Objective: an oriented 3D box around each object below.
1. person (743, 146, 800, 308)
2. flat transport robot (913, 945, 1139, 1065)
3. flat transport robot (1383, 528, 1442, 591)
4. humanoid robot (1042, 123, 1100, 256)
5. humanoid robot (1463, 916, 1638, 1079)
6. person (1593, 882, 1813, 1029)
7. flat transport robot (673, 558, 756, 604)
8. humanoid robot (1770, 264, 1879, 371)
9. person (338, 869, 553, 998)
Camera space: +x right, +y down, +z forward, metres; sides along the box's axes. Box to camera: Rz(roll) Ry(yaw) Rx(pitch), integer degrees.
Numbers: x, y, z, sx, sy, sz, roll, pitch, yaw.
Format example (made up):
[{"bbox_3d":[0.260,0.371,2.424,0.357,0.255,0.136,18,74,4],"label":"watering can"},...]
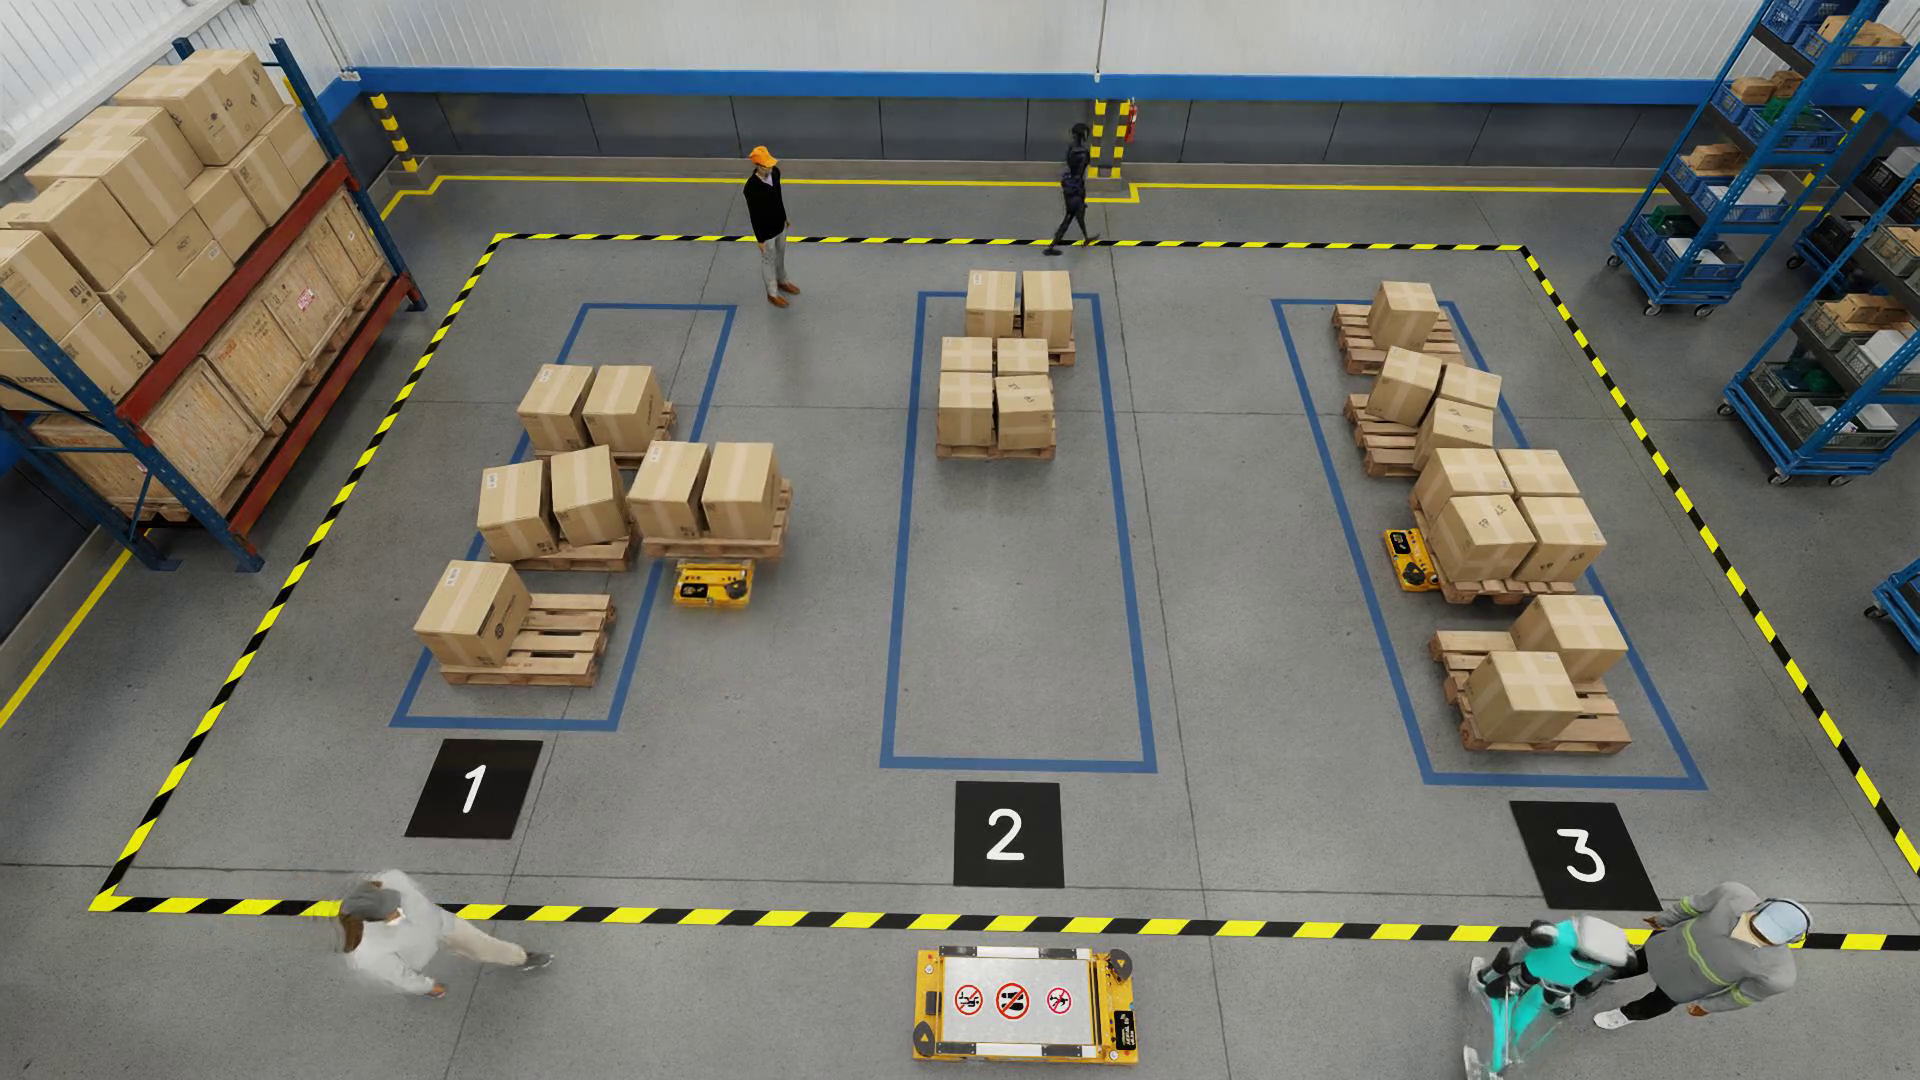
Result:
[{"bbox_3d":[-2.111,-3.521,10.314,0.383,1.883,0.589,20,54,15],"label":"person"},{"bbox_3d":[0.422,3.041,6.007,1.431,0.231,0.659,1,51,1],"label":"flat transport robot"},{"bbox_3d":[4.689,0.155,8.342,1.431,0.197,0.652,1,51,1],"label":"flat transport robot"},{"bbox_3d":[1.409,-4.194,11.021,0.777,1.623,0.586,-7,51,-6],"label":"humanoid robot"},{"bbox_3d":[3.303,2.738,5.304,0.543,1.730,1.033,12,52,9],"label":"humanoid robot"},{"bbox_3d":[4.317,2.490,5.433,0.362,1.852,0.596,-2,51,-1],"label":"person"},{"bbox_3d":[-2.190,-0.042,8.502,0.652,0.197,1.431,1,51,1],"label":"flat transport robot"},{"bbox_3d":[9.039,-2.350,9.494,0.593,1.647,0.336,-19,53,-15],"label":"humanoid robot"},{"bbox_3d":[-3.260,2.447,5.549,0.982,1.711,0.587,1,51,1],"label":"person"}]
